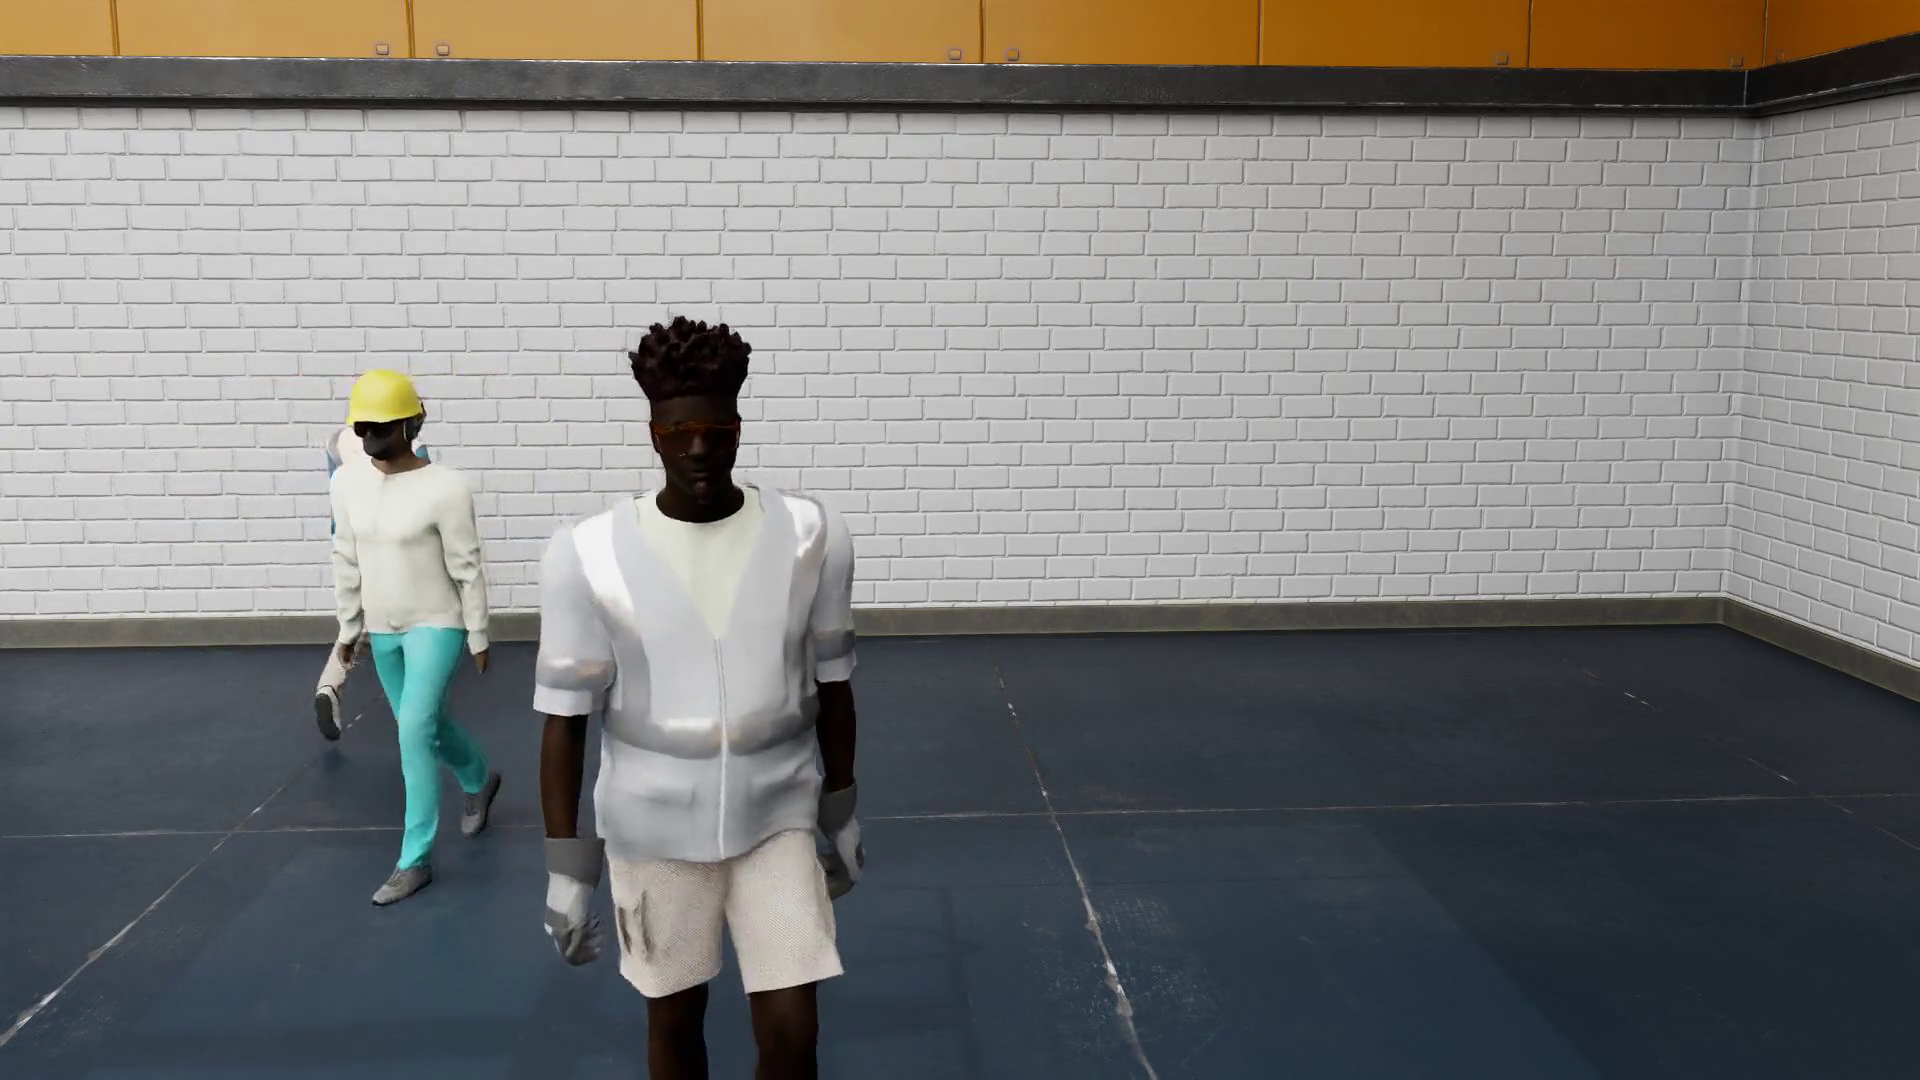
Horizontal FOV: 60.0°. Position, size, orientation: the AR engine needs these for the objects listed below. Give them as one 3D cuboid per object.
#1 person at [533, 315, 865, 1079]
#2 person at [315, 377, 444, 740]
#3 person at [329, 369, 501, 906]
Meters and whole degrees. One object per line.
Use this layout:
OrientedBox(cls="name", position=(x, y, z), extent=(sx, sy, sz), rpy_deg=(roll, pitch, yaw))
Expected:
OrientedBox(cls="person", position=(-0.462, 0.560, 3.132), extent=(0.639, 1.940, 0.701), rpy_deg=(-2, 9, -15))
OrientedBox(cls="person", position=(-2.568, 0.066, 7.278), extent=(0.520, 1.615, 0.691), rpy_deg=(2, 9, 10))
OrientedBox(cls="person", position=(-1.789, 0.269, 5.637), extent=(0.523, 1.730, 0.824), rpy_deg=(3, 10, 20))
